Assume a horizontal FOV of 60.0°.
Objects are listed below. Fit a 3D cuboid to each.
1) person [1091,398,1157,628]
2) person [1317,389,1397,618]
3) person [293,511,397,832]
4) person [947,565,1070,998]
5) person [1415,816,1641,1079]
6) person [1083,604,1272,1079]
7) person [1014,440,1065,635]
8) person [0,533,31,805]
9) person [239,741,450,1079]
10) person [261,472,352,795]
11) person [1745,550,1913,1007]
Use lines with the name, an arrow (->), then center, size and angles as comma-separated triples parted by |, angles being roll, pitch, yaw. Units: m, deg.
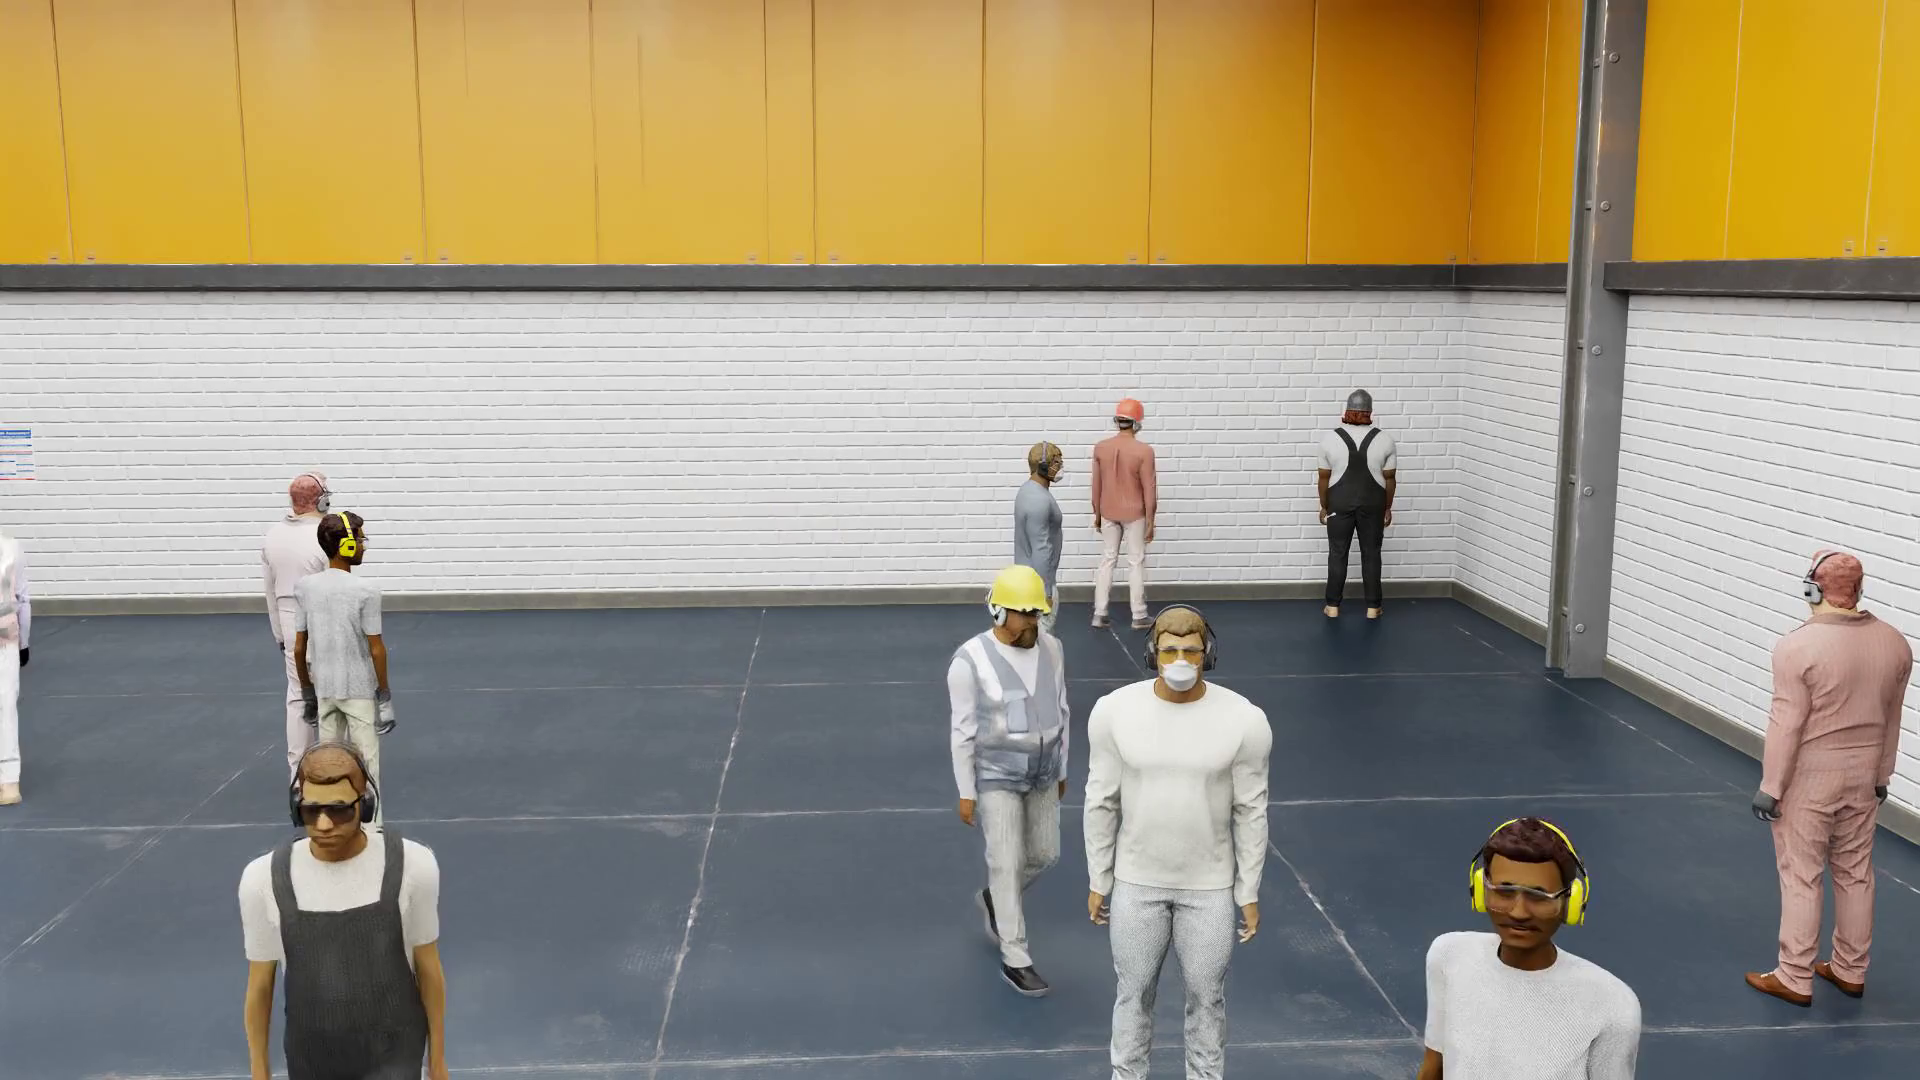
person -> 1.404, -0.209, 14.268 | 0.632, 1.998, 0.594 | 6, 11, 35
person -> 3.508, -0.326, 14.766 | 0.682, 2.000, 0.536 | 2, 9, 11
person -> -3.072, 0.787, 8.334 | 0.520, 1.865, 0.335 | 2, 9, 15
person -> 0.224, 0.995, 7.184 | 0.602, 1.816, 0.679 | -6, 11, -32
person -> 1.218, 1.517, 3.710 | 0.529, 1.875, 0.321 | 8, 12, 40
person -> 0.730, 1.173, 5.672 | 0.630, 1.940, 0.371 | 2, 9, 10
person -> 0.537, 0.297, 11.171 | 0.357, 1.937, 0.637 | -1, 9, -4
person -> -5.780, 0.593, 9.732 | 0.629, 1.810, 0.925 | -7, 11, -37
person -> -1.685, 1.403, 4.618 | 0.516, 1.826, 0.729 | -3, 9, -16
person -> -3.705, 0.556, 9.642 | 0.653, 1.907, 0.408 | 5, 10, 29
person -> 3.594, 0.986, 6.951 | 0.652, 1.904, 0.402 | -3, 9, -16
